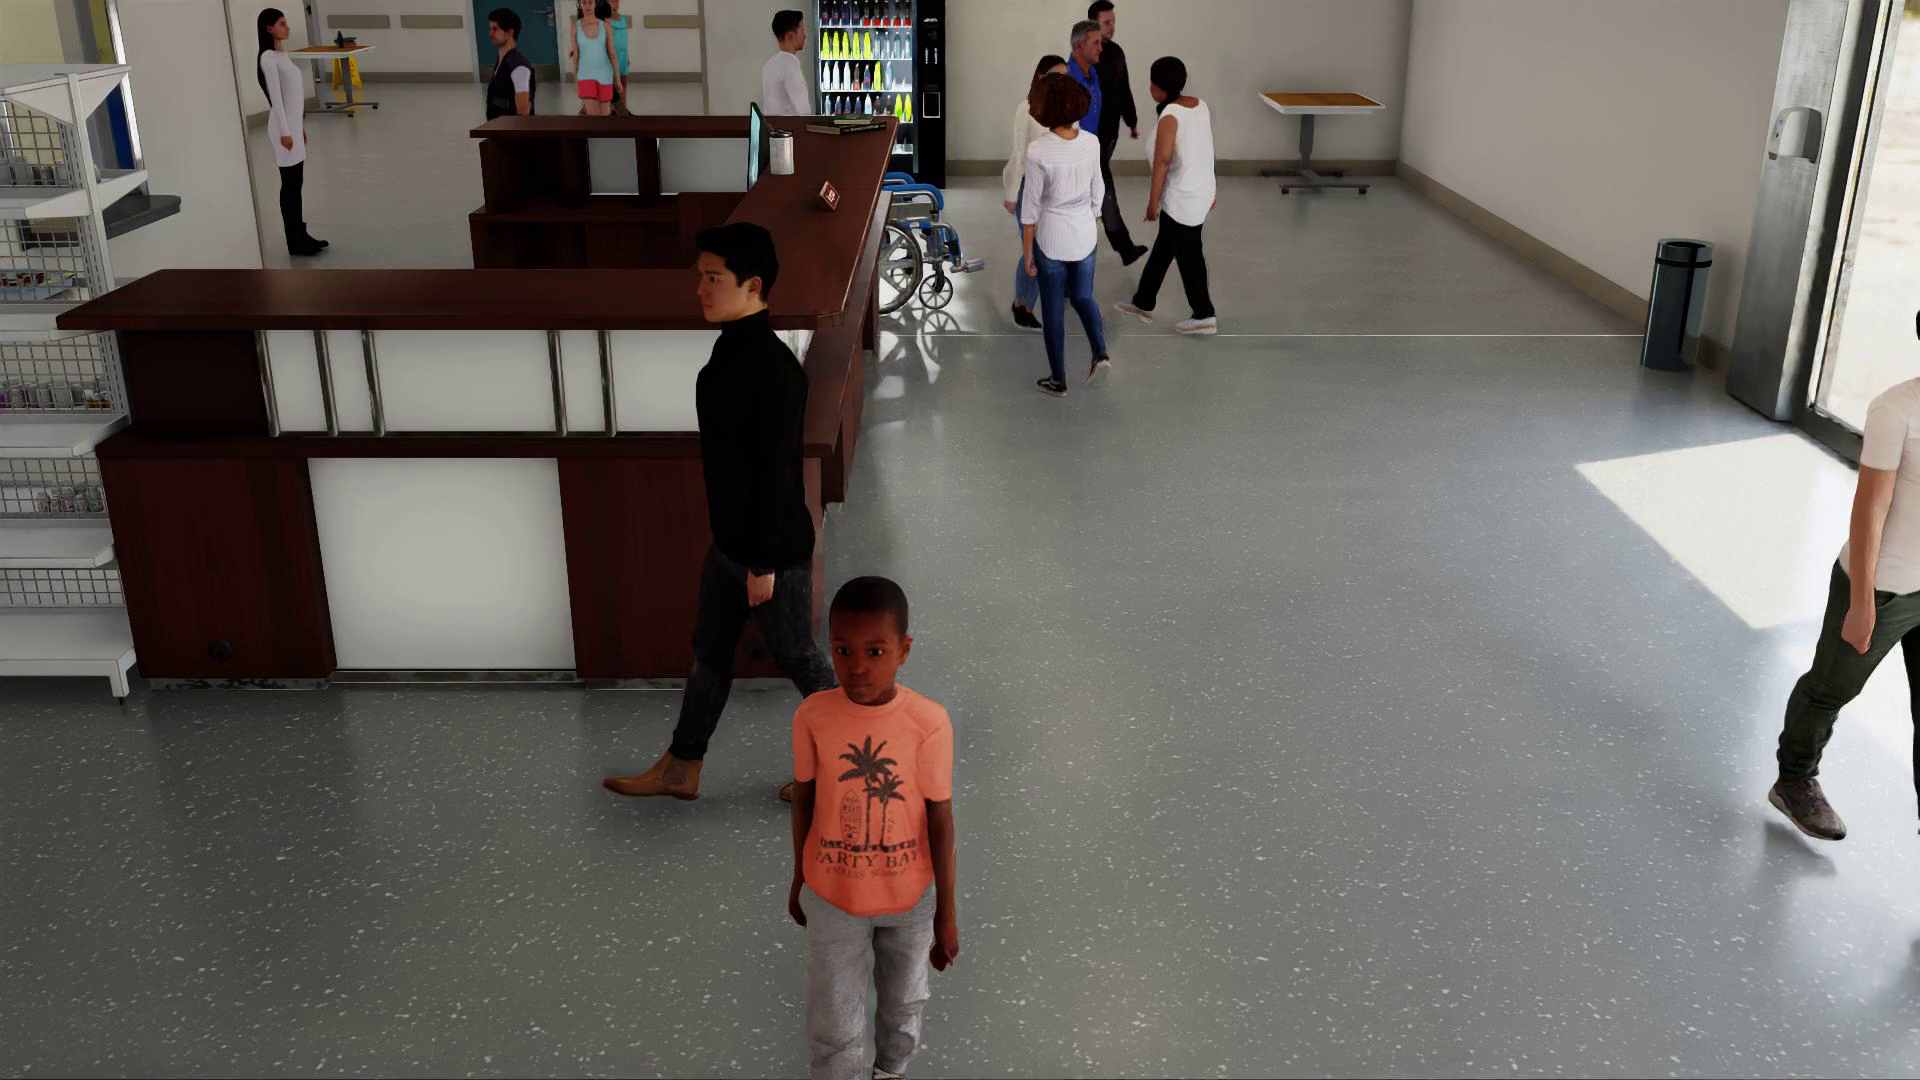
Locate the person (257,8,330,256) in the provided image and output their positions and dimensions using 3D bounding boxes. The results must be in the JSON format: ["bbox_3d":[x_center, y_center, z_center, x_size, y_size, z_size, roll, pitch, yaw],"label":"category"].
[{"bbox_3d":[-5.116,-3.094,12.629,0.567,1.809,0.630,-3,21,-7],"label":"person"}]

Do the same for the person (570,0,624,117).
[{"bbox_3d":[-3.617,-4.516,16.516,1.181,1.715,0.930,-7,22,-18],"label":"person"}]

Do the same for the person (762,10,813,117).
[{"bbox_3d":[-1.306,-2.677,11.490,1.172,1.835,0.853,-7,22,-18],"label":"person"}]

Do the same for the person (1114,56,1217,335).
[{"bbox_3d":[1.406,-2.066,10.130,1.090,1.657,0.949,12,24,28],"label":"person"}]

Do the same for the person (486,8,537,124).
[{"bbox_3d":[-3.141,-2.863,11.975,1.024,1.839,0.919,-12,24,-29],"label":"person"}]

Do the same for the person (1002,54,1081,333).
[{"bbox_3d":[0.460,-2.115,10.237,0.668,1.672,0.781,-8,22,-21],"label":"person"}]

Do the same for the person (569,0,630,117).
[{"bbox_3d":[-4.239,-5.775,19.740,1.195,1.786,1.255,19,28,41],"label":"person"}]

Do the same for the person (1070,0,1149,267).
[{"bbox_3d":[0.923,-2.934,12.144,1.334,1.854,1.262,17,26,37],"label":"person"}]

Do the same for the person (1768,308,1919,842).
[{"bbox_3d":[2.441,0.118,4.422,1.066,1.615,0.771,-3,21,-8],"label":"person"}]

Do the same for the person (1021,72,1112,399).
[{"bbox_3d":[0.593,-1.585,8.797,0.826,1.702,0.859,-7,22,-18],"label":"person"}]

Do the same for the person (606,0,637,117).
[{"bbox_3d":[-4.319,-6.086,20.883,0.697,1.558,0.649,15,26,35],"label":"person"}]

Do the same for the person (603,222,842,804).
[{"bbox_3d":[-0.508,-0.022,4.685,1.116,1.692,0.956,-11,23,-26],"label":"person"}]

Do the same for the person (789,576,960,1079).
[{"bbox_3d":[-0.170,0.666,3.425,0.641,1.296,0.603,2,21,5],"label":"person"}]
